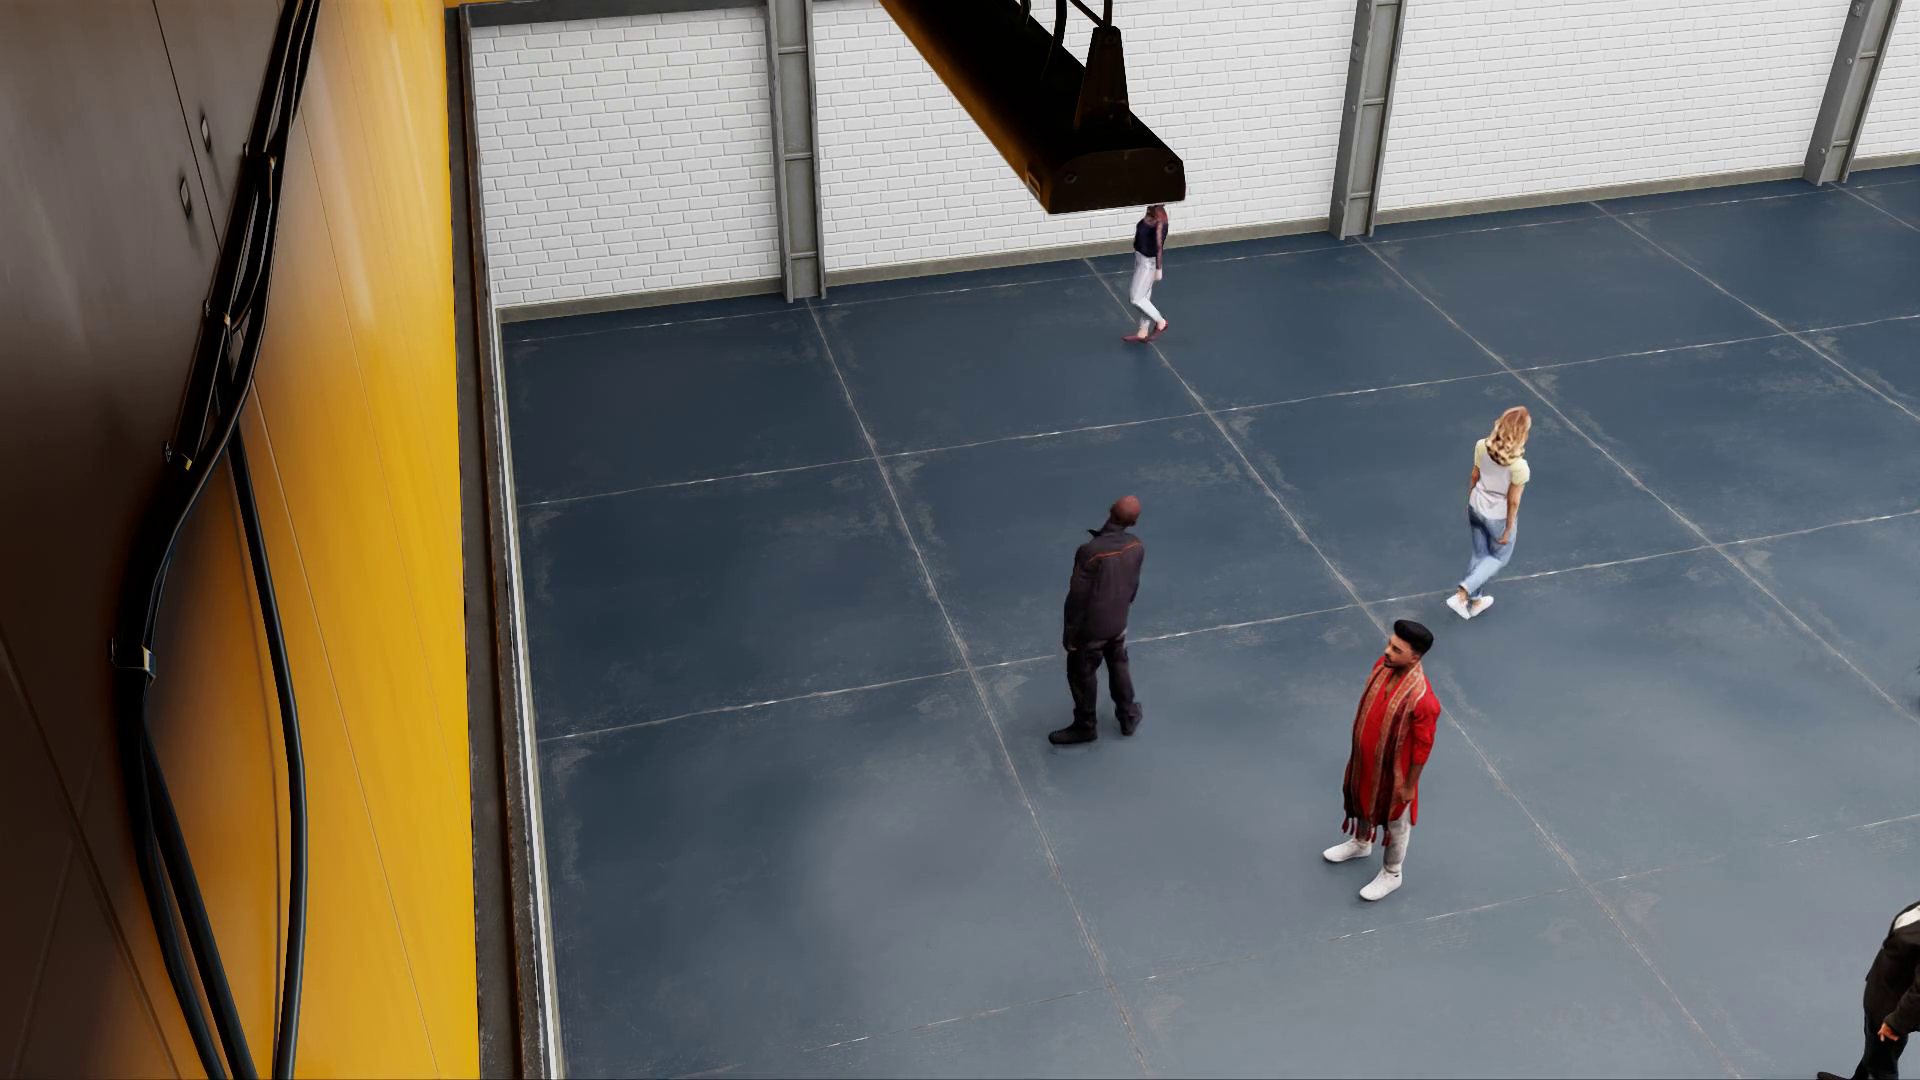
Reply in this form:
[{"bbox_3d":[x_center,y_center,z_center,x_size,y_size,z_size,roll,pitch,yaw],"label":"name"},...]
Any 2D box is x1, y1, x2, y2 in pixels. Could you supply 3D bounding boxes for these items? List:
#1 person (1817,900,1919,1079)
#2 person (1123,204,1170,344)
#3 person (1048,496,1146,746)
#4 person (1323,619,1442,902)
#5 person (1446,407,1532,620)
[{"bbox_3d":[4.572,2.198,8.062,0.781,1.804,0.740,15,36,21],"label":"person"},{"bbox_3d":[1.788,-2.543,15.381,0.727,1.599,0.685,0,34,-1],"label":"person"},{"bbox_3d":[0.868,0.553,10.556,0.993,1.782,0.793,23,40,30],"label":"person"},{"bbox_3d":[2.466,1.213,9.472,0.630,1.883,0.702,-13,36,-18],"label":"person"},{"bbox_3d":[3.666,-0.135,11.656,0.897,1.712,0.779,-22,39,-29],"label":"person"}]
